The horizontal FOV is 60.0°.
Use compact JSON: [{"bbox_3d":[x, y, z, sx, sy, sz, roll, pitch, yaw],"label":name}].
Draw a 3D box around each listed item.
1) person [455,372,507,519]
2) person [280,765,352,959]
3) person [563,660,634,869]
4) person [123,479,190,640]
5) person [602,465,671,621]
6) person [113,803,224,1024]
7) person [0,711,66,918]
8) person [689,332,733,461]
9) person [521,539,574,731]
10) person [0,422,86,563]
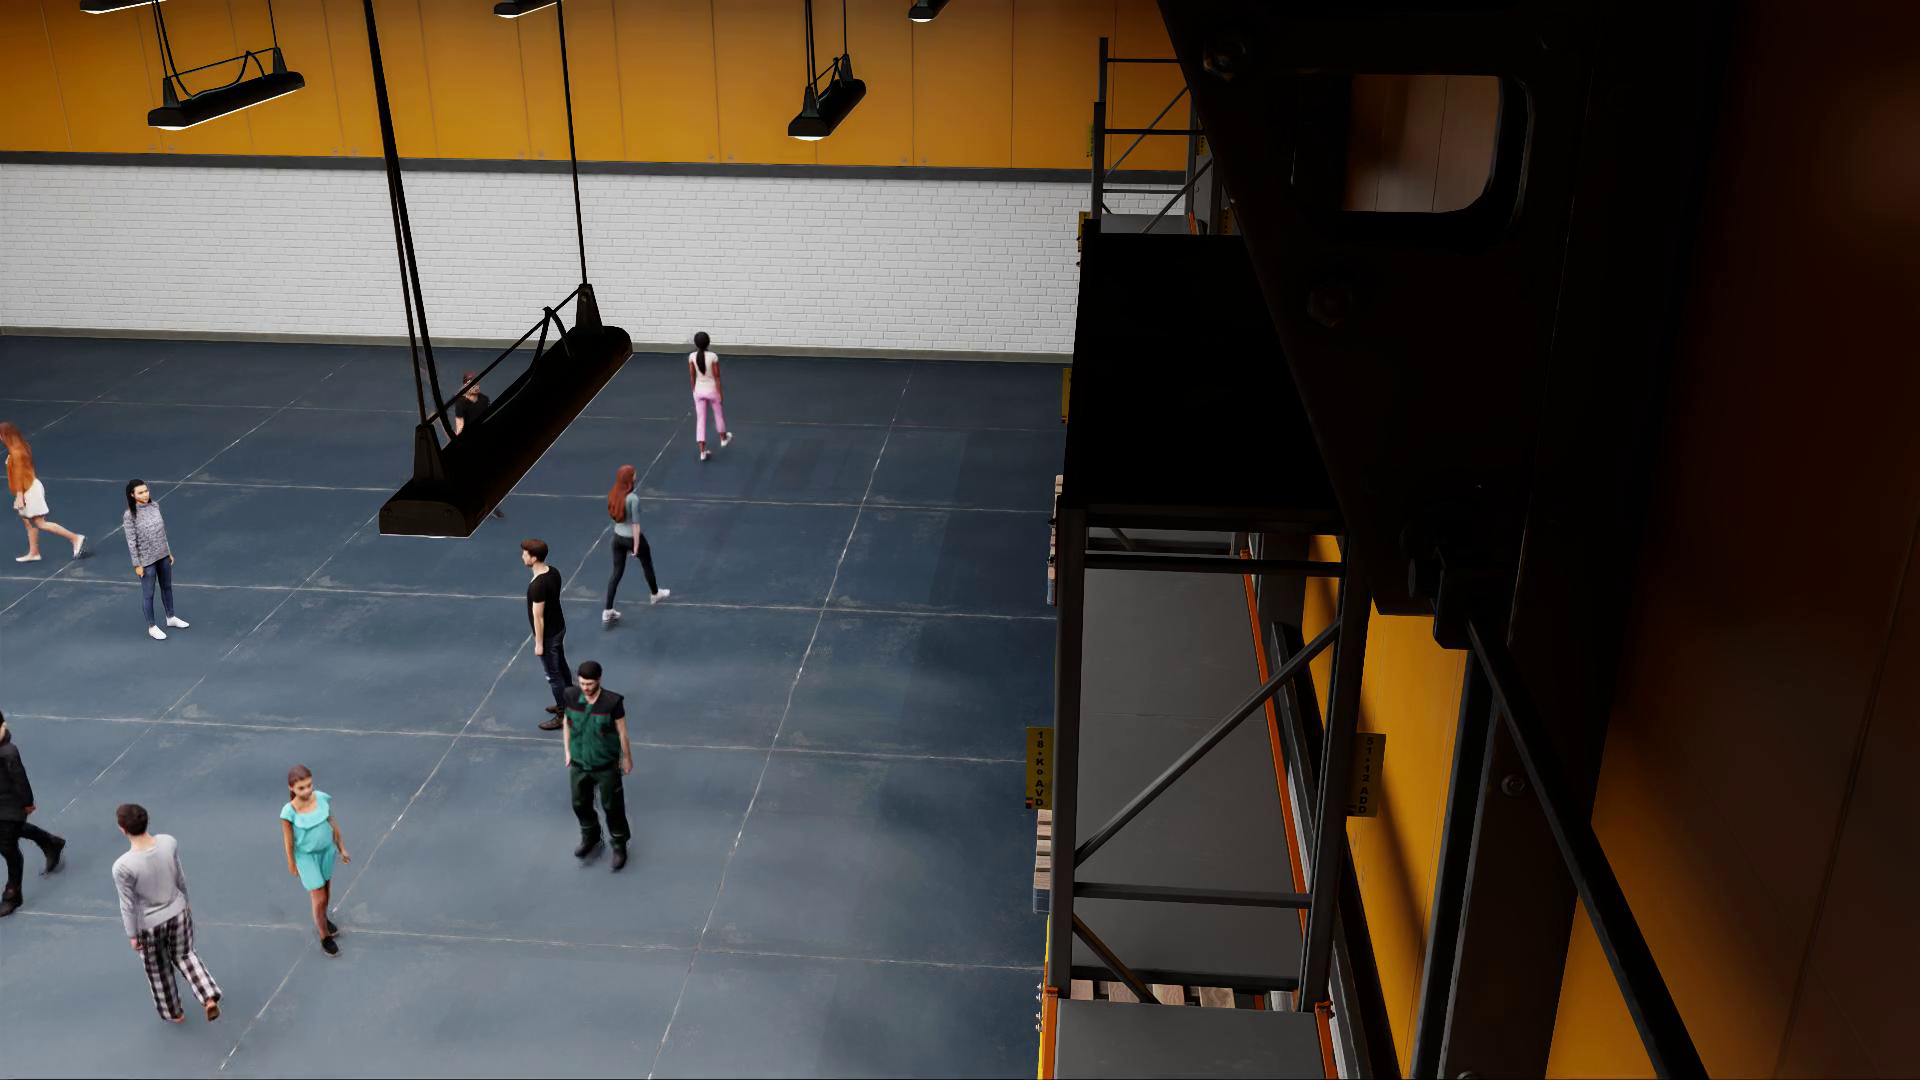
[{"bbox_3d":[-5.962,-1.181,20.401,1.111,1.847,1.086,21,31,40],"label":"person"},{"bbox_3d":[-4.951,2.364,12.674,0.837,1.541,0.805,18,29,35],"label":"person"},{"bbox_3d":[-2.970,1.782,13.572,0.731,1.886,0.649,3,24,8],"label":"person"},{"bbox_3d":[-8.484,0.169,17.456,0.739,1.732,0.570,10,26,22],"label":"person"},{"bbox_3d":[-3.605,0.063,17.741,0.942,1.697,1.237,14,27,29],"label":"person"},{"bbox_3d":[-5.538,2.662,11.624,0.938,1.834,0.935,16,28,33],"label":"person"},{"bbox_3d":[-7.525,2.032,13.170,0.778,1.751,1.165,8,25,17],"label":"person"},{"bbox_3d":[-3.415,-1.905,22.228,0.673,1.711,1.031,4,24,10],"label":"person"},{"bbox_3d":[-3.854,0.867,15.658,0.727,1.892,0.508,0,24,0],"label":"person"},{"bbox_3d":[-10.607,-0.543,19.131,0.984,1.695,1.056,-11,26,-23],"label":"person"}]
